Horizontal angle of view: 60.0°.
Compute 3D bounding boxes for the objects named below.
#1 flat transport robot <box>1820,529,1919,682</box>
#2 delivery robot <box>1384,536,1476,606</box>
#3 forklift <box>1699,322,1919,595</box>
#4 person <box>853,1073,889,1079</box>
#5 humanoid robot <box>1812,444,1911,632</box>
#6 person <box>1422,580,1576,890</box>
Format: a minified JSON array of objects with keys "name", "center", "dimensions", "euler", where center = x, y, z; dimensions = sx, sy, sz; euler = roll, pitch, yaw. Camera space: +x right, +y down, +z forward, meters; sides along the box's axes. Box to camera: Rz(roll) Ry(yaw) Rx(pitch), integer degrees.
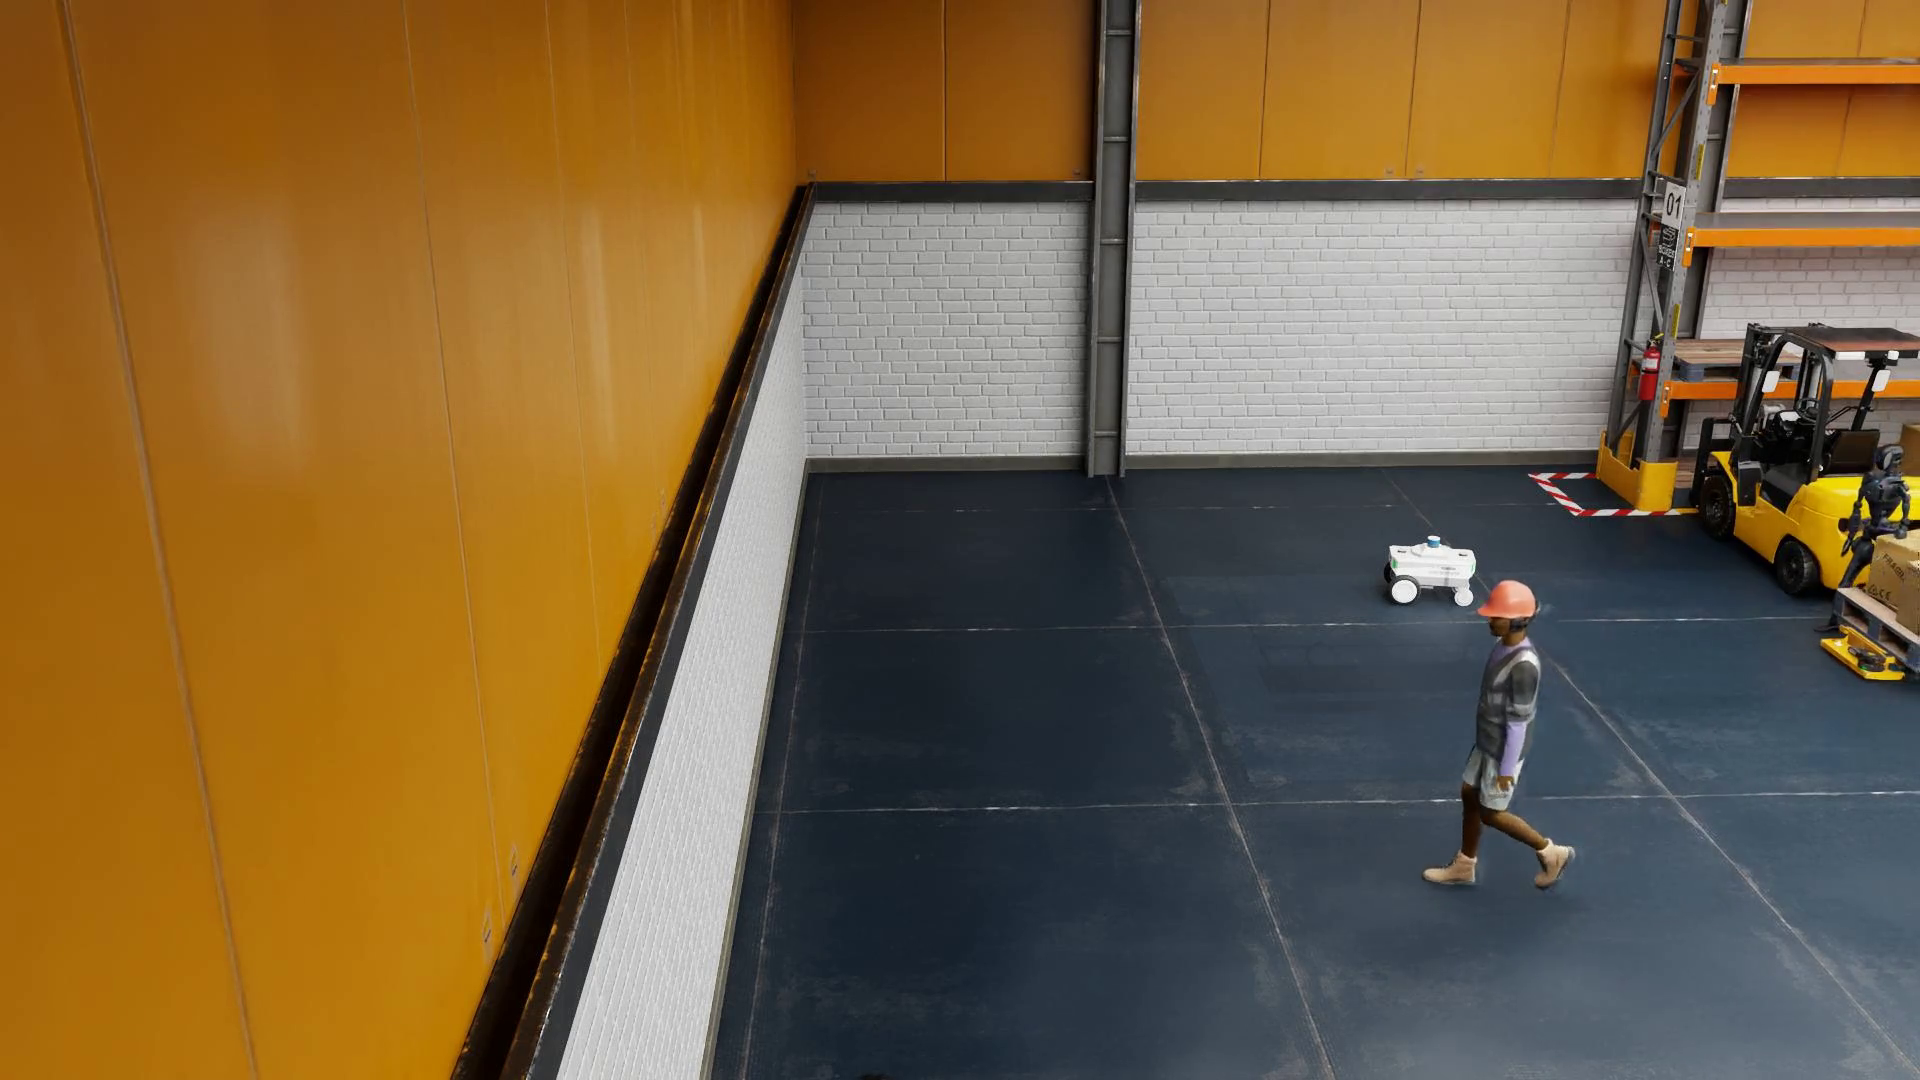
[{"name":"flat transport robot","center":[7.684,0.884,13.157],"dimensions":[1.431,0.231,0.659],"euler":[-1,20,-3]},{"name":"delivery robot","center":[4.070,0.262,14.431],"dimensions":[0.795,0.596,0.499],"euler":[3,21,9]},{"name":"forklift","center":[7.809,-0.792,14.926],"dimensions":[1.214,2.155,2.313],"euler":[-1,20,-2]},{"name":"person","center":[-0.297,2.703,6.163],"dimensions":[0.317,1.695,0.539],"euler":[-7,21,-17]},{"name":"humanoid robot","center":[7.427,0.028,13.487],"dimensions":[0.610,1.646,0.609],"euler":[-5,21,-13]},{"name":"person","center":[3.255,1.192,9.804],"dimensions":[0.768,2.022,0.610],"euler":[2,20,6]}]
